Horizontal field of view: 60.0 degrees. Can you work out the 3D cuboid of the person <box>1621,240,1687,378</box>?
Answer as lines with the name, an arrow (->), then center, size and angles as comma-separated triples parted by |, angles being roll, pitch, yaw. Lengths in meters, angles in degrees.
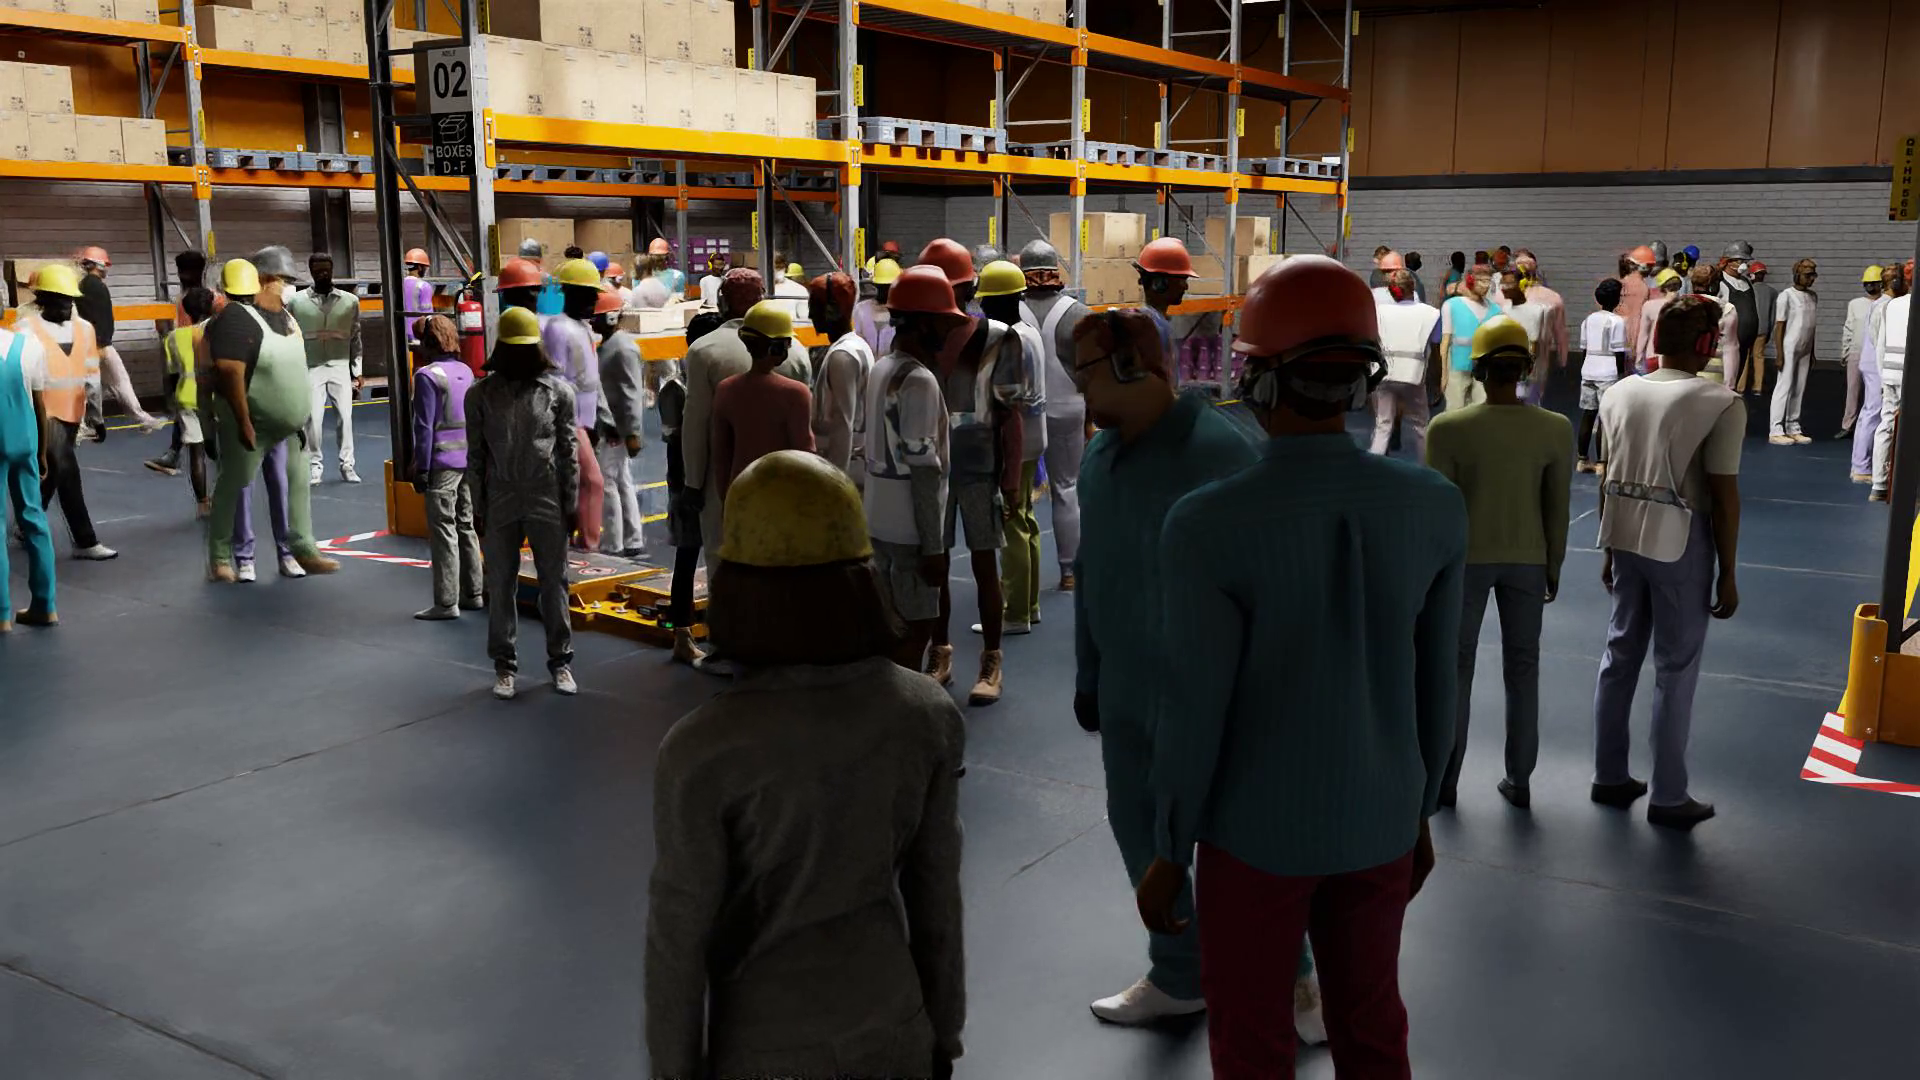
person -> 7.266, -2.150, 17.542 | 0.678, 2.000, 0.537 | 4, 11, 23

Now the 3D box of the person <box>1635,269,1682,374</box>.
person -> 7.042, -1.809, 16.508 | 0.582, 1.720, 0.764 | 8, 13, 36

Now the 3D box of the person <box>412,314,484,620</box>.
person -> -2.755, -0.393, 8.951 | 0.313, 1.631, 0.523 | 2, 10, 12

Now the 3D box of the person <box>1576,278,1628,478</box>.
person -> 5.519, -1.385, 14.251 | 0.316, 1.700, 0.540 | -3, 11, -15

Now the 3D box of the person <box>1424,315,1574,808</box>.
person -> 1.896, 0.084, 5.950 | 0.525, 1.760, 0.340 | 1, 10, 4

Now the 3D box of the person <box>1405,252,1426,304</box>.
person -> 6.845, -3.444, 25.259 | 0.429, 1.846, 0.625 | 2, 10, 13

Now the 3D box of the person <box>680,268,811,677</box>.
person -> -1.008, -0.311, 7.777 | 0.654, 1.894, 0.401 | -8, 13, -37

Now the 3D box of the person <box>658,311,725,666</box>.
person -> -1.210, -0.247, 7.975 | 0.319, 1.694, 0.532 | 8, 13, 36

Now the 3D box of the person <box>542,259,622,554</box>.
person -> -2.233, -0.694, 9.832 | 0.629, 1.900, 0.613 | 0, 10, 0

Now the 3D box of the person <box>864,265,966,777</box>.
person -> -0.164, -0.054, 6.235 | 0.387, 1.930, 0.544 | -3, 11, -18

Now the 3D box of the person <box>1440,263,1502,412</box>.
person -> 4.243, -1.382, 13.893 | 0.606, 1.850, 0.516 | -3, 11, -17

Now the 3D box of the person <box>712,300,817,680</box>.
person -> -0.832, -0.151, 7.229 | 0.526, 1.769, 0.328 | 6, 12, 32

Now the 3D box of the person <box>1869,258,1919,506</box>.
person -> 7.256, -1.202, 12.729 | 0.354, 1.883, 0.572 | -2, 10, -9

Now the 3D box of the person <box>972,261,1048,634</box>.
person -> 0.247, -0.467, 8.566 | 0.393, 1.918, 0.585 | 2, 10, 12

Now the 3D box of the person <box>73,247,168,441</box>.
person -> -8.693, -1.998, 16.969 | 0.636, 1.939, 0.999 | 8, 13, 37

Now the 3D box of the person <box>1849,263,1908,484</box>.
person -> 7.676, -1.378, 13.844 | 0.345, 1.838, 0.507 | 4, 11, 20

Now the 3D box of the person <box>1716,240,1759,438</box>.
person -> 7.818, -2.033, 16.896 | 0.681, 2.000, 0.535 | -6, 12, -30

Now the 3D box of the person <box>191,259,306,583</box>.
person -> -4.202, -0.700, 9.879 | 0.591, 1.913, 0.396 | -8, 13, -36

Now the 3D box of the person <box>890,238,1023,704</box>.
person -> -0.029, -0.292, 7.286 | 0.618, 2.029, 0.410 | 3, 11, 17

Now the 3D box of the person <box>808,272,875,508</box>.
person -> -0.547, -0.297, 7.739 | 0.371, 1.879, 0.582 | 0, 10, 1

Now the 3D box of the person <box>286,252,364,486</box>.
person -> -5.263, -1.419, 13.825 | 0.592, 1.922, 0.392 | -6, 12, -28

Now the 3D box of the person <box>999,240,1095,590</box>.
person -> 0.468, -0.727, 9.658 | 0.680, 2.000, 0.535 | 0, 10, 3

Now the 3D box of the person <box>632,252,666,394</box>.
person -> -4.066, -2.838, 21.869 | 0.500, 1.860, 0.311 | 0, 10, -1

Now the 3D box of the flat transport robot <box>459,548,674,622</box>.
flat transport robot -> -2.249, 0.220, 9.317 | 1.431, 0.197, 0.652 | 9, 14, 42

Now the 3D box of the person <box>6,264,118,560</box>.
person -> -5.827, -0.823, 10.666 | 0.970, 1.884, 0.586 | 4, 11, 21

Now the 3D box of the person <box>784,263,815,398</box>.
person -> -2.079, -2.683, 21.361 | 0.368, 1.732, 0.485 | -5, 12, -28

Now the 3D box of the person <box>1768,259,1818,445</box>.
person -> 8.272, -1.852, 16.471 | 0.500, 1.840, 0.347 | -5, 11, -25

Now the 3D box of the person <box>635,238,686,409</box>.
person -> -3.588, -2.590, 19.976 | 0.608, 2.044, 0.370 | -3, 11, -15

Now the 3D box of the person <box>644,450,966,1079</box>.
person -> -0.220, 0.736, 2.397 | 0.491, 1.738, 0.308 | -8, 13, -37

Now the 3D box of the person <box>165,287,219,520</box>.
person -> -5.453, -0.992, 12.087 | 0.552, 1.682, 0.435 | 1, 10, 5

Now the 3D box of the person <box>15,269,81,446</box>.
person -> -8.922, -1.776, 16.307 | 0.574, 1.740, 0.349 | -4, 11, -21

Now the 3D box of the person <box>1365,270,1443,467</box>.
person -> 3.561, -1.268, 13.374 | 0.629, 1.788, 0.732 | 3, 11, 16

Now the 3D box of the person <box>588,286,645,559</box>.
person -> -2.207, -0.710, 10.404 | 0.457, 1.735, 0.600 | -5, 11, -26

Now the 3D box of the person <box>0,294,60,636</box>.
person -> -4.944, -0.428, 8.565 | 0.343, 1.839, 0.504 | 6, 12, 30

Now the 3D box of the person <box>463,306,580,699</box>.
person -> -1.925, -0.158, 7.353 | 0.484, 1.737, 0.321 | -3, 11, -15

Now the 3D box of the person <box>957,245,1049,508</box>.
person -> 0.270, -1.261, 12.618 | 0.980, 2.000, 0.683 | -10, 14, -43

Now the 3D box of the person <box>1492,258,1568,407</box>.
person -> 5.107, -1.600, 15.008 | 0.677, 1.853, 0.998 | 5, 11, 24

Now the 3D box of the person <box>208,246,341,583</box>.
person -> -4.202, -0.775, 9.927 | 0.712, 2.000, 0.703 | 3, 11, 14

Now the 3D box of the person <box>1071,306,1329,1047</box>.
person -> 0.606, 0.344, 4.236 | 0.637, 1.863, 0.713 | -6, 12, -31

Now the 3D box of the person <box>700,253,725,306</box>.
person -> -3.225, -2.894, 22.196 | 0.518, 1.857, 0.325 | -10, 14, -43

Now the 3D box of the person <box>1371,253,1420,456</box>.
person -> 4.065, -1.768, 15.822 | 0.547, 1.886, 0.977 | 3, 11, 14

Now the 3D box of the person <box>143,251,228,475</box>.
person -> -6.619, -1.515, 14.356 | 0.627, 1.923, 0.890 | 5, 11, 25

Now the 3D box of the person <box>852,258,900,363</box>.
person -> -0.561, -1.319, 13.379 | 0.594, 1.890, 0.925 | 5, 11, 24

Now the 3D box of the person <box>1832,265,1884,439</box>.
person -> 9.153, -1.872, 16.767 | 0.313, 1.769, 0.523 | -8, 13, -39

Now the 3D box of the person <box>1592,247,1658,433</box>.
person -> 7.080, -2.071, 17.364 | 0.921, 1.942, 0.629 | -1, 10, -6

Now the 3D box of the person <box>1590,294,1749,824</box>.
person -> 2.445, 0.070, 5.804 | 0.394, 1.838, 0.560 | -5, 11, -26

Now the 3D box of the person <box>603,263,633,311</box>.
person -> -4.186, -2.499, 20.279 | 0.571, 1.747, 0.342 | 6, 12, 30

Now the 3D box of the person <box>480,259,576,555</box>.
person -> -2.637, -0.687, 9.799 | 0.858, 1.904, 0.550 | 0, 10, 1

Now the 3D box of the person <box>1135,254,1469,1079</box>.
person -> 0.601, 0.502, 2.973 | 0.610, 1.996, 0.378 | -4, 11, -21

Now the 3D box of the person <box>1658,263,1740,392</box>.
person -> 5.751, -1.219, 12.935 | 0.429, 1.843, 0.633 | -8, 13, -36

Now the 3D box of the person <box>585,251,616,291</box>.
person -> -3.832, -2.114, 17.731 | 0.426, 1.913, 0.687 | -5, 11, -25

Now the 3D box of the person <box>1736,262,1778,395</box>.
person -> 10.371, -2.760, 21.761 | 0.574, 1.738, 0.353 | -3, 11, -14

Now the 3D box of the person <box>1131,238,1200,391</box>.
person -> 0.997, -0.512, 8.497 | 0.416, 2.035, 0.609 | 0, 10, 0
